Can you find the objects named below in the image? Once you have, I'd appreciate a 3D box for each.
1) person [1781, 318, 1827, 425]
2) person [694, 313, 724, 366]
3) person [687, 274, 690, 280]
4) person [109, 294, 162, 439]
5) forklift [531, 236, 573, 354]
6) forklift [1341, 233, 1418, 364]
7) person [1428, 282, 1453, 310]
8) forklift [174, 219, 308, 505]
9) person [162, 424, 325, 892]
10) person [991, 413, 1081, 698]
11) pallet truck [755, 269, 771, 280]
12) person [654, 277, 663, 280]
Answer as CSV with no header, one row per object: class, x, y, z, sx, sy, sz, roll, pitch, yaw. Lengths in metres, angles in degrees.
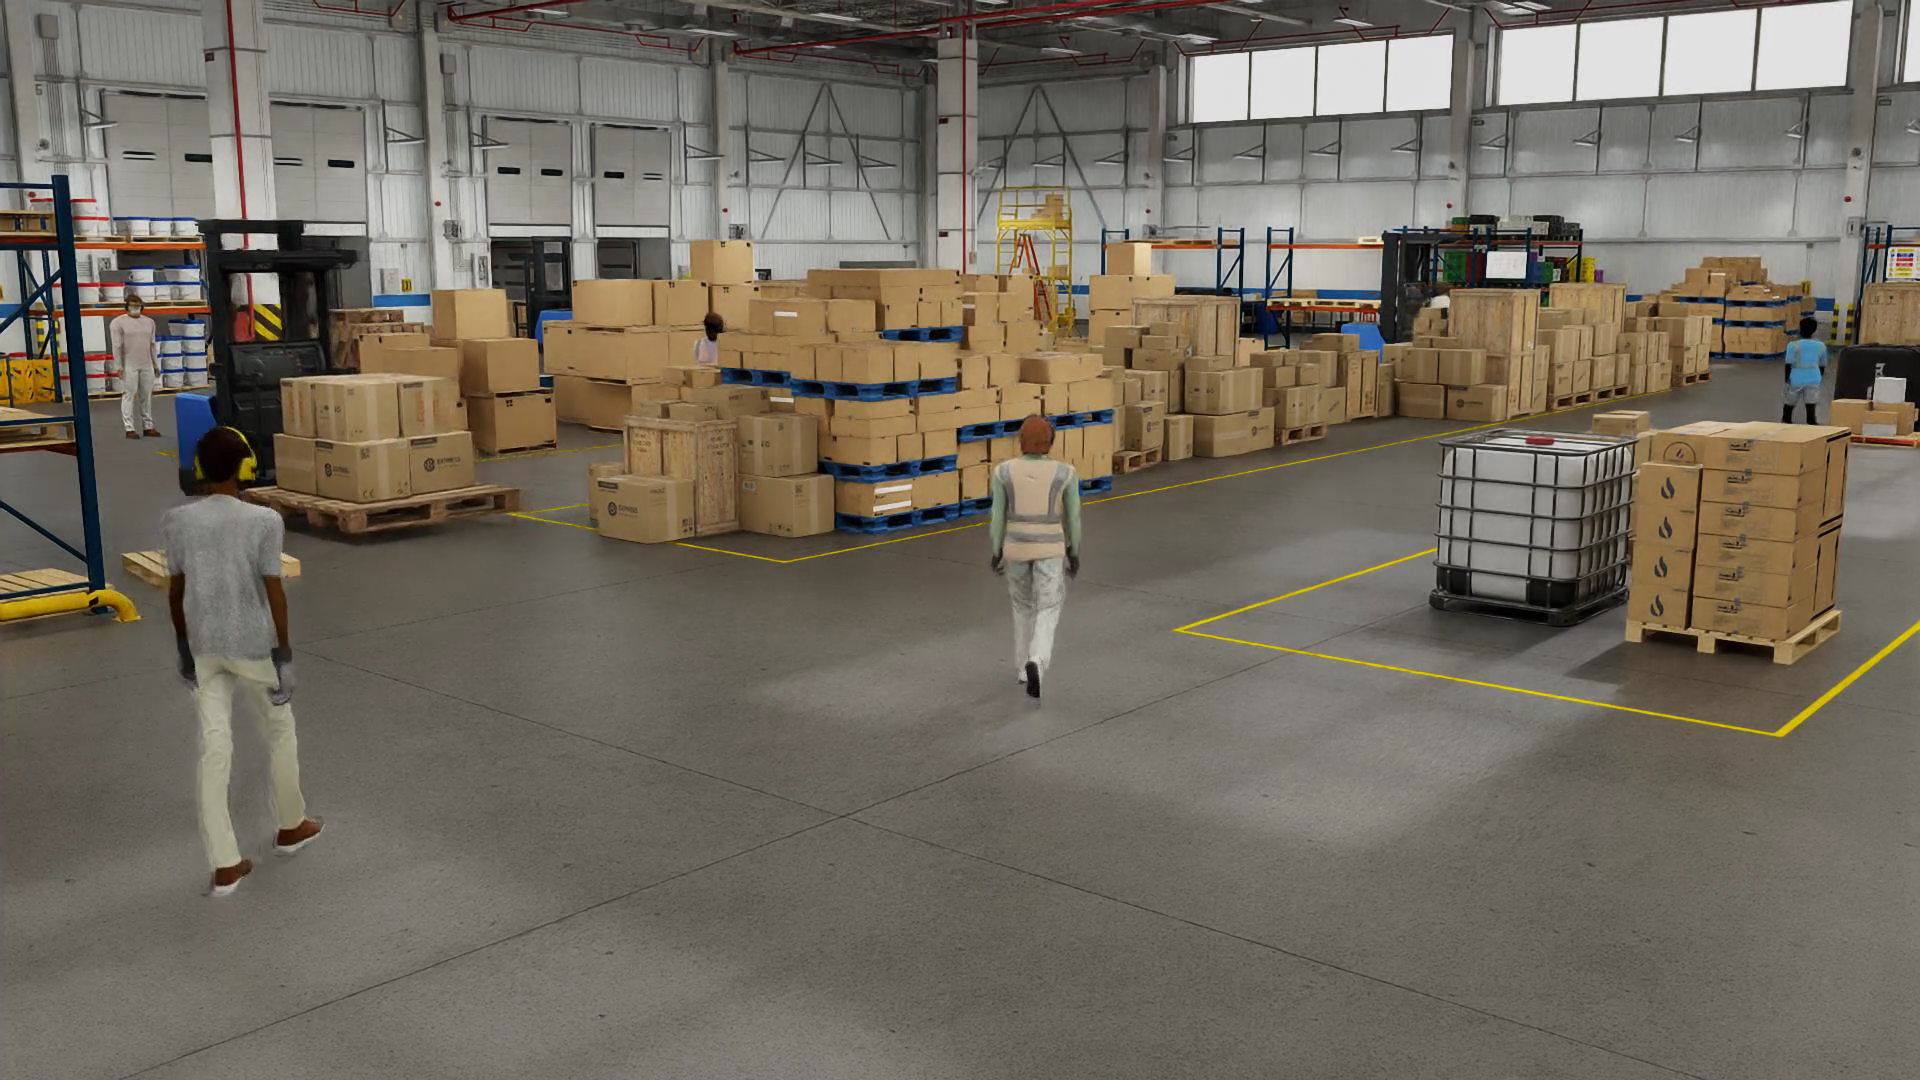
person,10.797,-2.015,21.336,0.550,1.646,0.885,1,10,4
person,-2.717,-1.636,18.717,0.643,1.830,0.437,3,10,18
person,-6.902,-5.944,43.074,0.886,1.876,0.601,1,10,6
person,-11.045,-2.325,22.328,0.370,1.934,0.627,6,12,32
forklift,-9.601,-5.790,39.356,1.873,2.768,1.129,8,13,40
forklift,8.358,-4.466,31.817,1.873,2.768,1.129,8,13,40
person,9.047,-3.866,31.125,0.448,1.921,0.659,-7,12,-35
forklift,-6.998,-1.801,16.645,1.873,2.768,1.129,8,13,40
person,-2.943,0.445,6.808,0.547,1.837,0.837,0,10,-1
person,0.418,0.089,9.502,0.524,1.618,0.684,3,10,14
pallet truck,-4.996,-6.432,45.525,1.885,1.965,0.823,-6,12,-32
person,-6.513,-4.725,36.023,0.636,1.928,0.384,-5,11,-24
